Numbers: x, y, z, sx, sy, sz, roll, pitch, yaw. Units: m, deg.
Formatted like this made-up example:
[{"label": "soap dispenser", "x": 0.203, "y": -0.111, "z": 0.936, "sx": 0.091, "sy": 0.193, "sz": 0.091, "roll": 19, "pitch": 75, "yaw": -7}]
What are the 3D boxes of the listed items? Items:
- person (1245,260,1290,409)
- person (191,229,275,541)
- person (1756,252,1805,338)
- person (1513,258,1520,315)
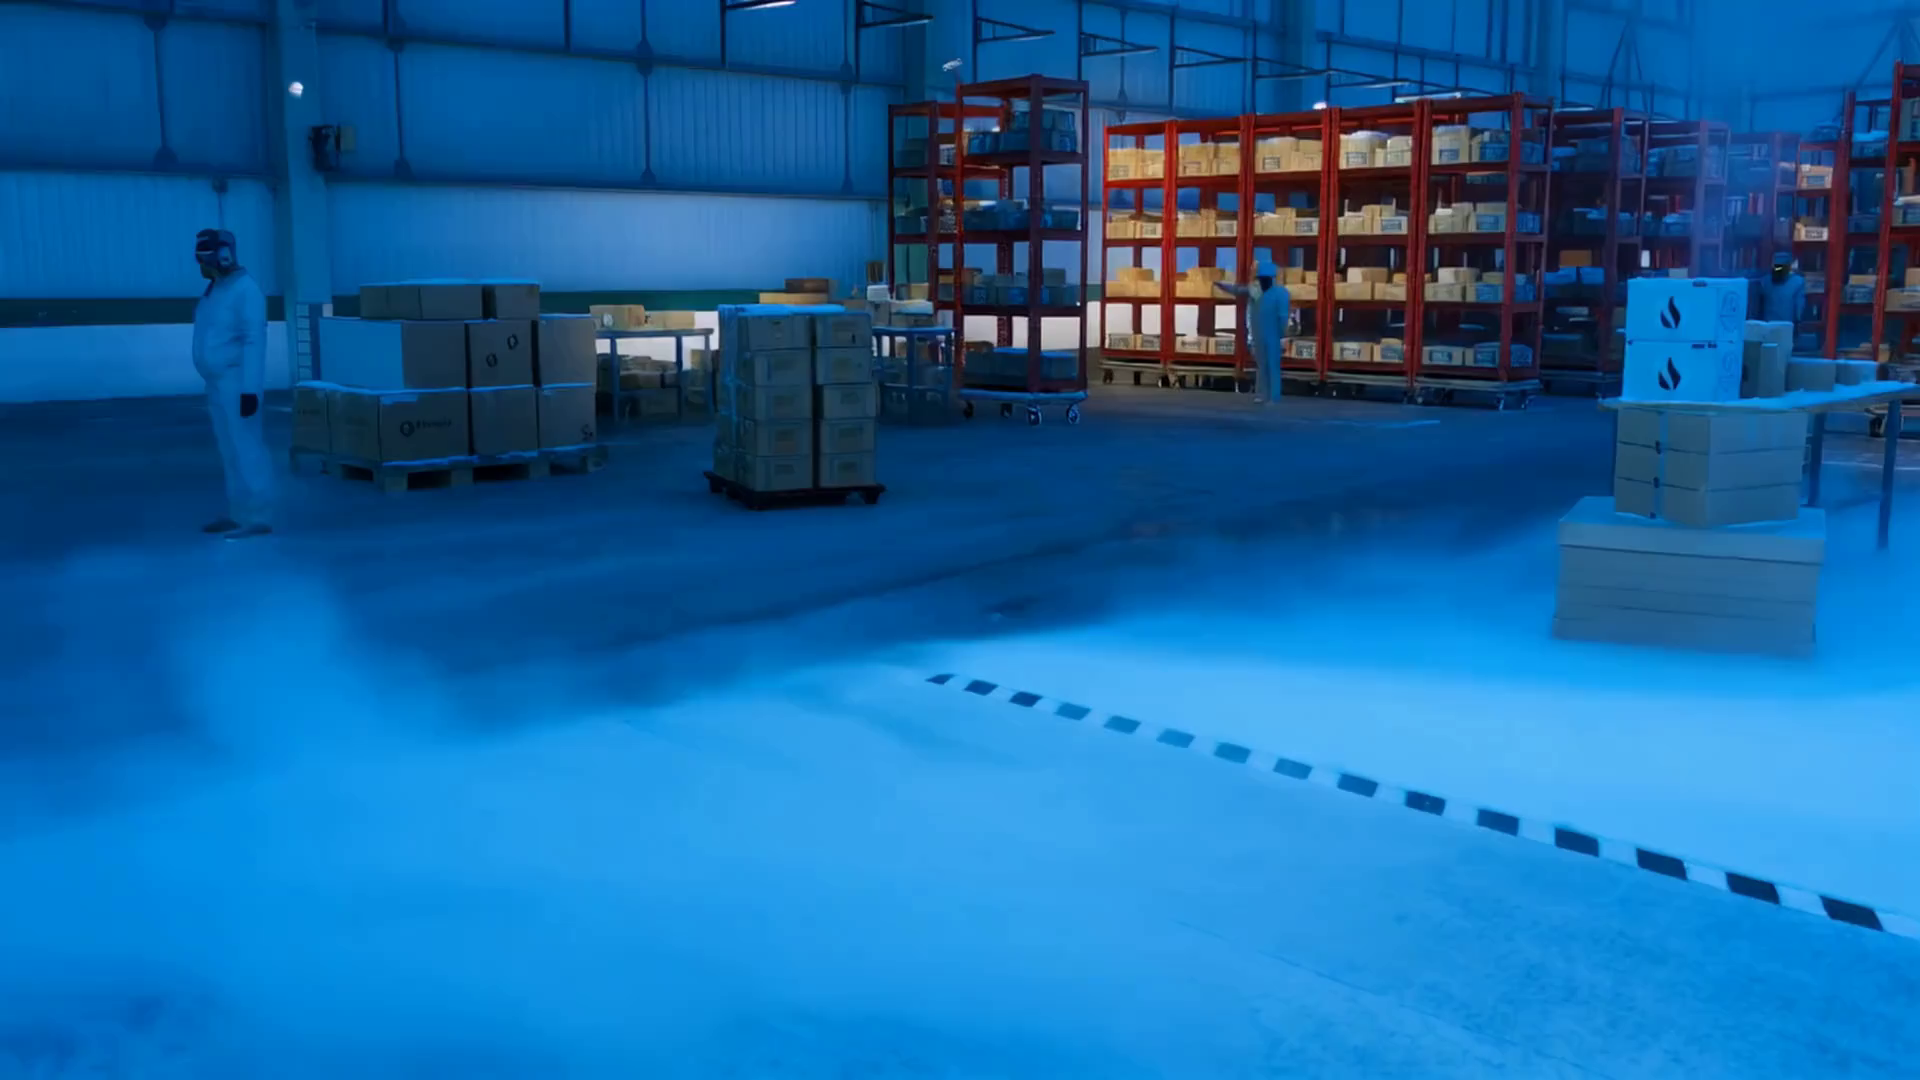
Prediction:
[{"label": "person", "x": 3.573, "y": -2.393, "z": 19.450, "sx": 0.573, "sy": 1.740, "sz": 0.416, "roll": 9, "pitch": 13, "yaw": 42}, {"label": "person", "x": -4.509, "y": -0.949, "z": 10.248, "sx": 0.403, "sy": 1.904, "sz": 0.651, "roll": -9, "pitch": 13, "yaw": -43}, {"label": "person", "x": 10.578, "y": -2.789, "z": 21.499, "sx": 0.373, "sy": 1.840, "sz": 0.570, "roll": -9, "pitch": 13, "yaw": -43}, {"label": "person", "x": 13.043, "y": -5.648, "z": 38.799, "sx": 0.606, "sy": 1.819, "sz": 0.423, "roll": 9, "pitch": 13, "yaw": 44}]
